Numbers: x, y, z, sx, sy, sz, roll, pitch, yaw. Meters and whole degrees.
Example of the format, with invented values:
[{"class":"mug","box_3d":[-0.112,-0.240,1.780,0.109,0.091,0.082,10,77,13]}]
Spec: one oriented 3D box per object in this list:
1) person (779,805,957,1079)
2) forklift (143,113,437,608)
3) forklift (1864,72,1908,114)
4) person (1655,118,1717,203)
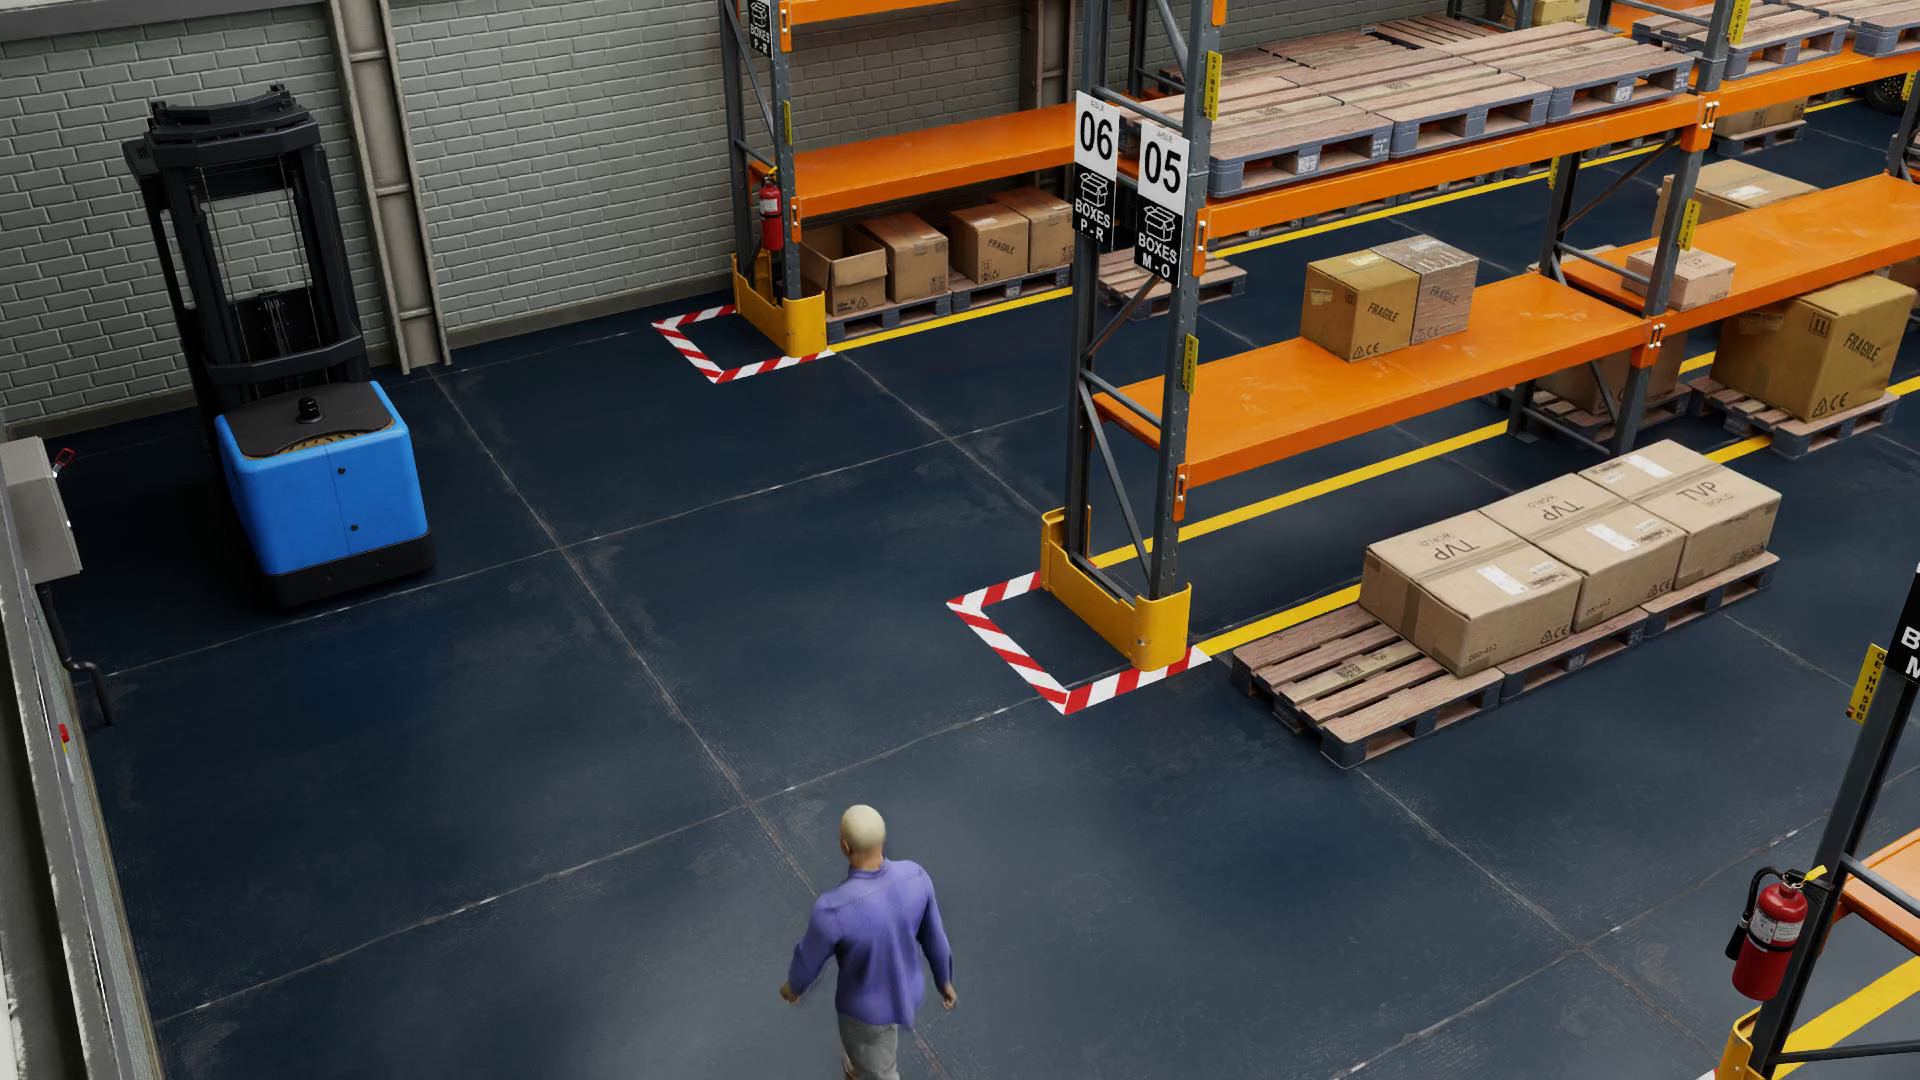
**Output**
[{"class":"person","box_3d":[-0.384,1.776,6.657,0.588,1.759,0.843,-23,38,-32]},{"class":"forklift","box_3d":[-4.289,-1.259,10.509,1.129,2.768,1.873,-17,36,-26]},{"class":"forklift","box_3d":[11.468,-5.645,18.244,1.214,2.155,2.313,-17,36,-26]},{"class":"person","box_3d":[7.166,-4.158,16.166,0.402,1.850,0.522,11,33,17]}]
